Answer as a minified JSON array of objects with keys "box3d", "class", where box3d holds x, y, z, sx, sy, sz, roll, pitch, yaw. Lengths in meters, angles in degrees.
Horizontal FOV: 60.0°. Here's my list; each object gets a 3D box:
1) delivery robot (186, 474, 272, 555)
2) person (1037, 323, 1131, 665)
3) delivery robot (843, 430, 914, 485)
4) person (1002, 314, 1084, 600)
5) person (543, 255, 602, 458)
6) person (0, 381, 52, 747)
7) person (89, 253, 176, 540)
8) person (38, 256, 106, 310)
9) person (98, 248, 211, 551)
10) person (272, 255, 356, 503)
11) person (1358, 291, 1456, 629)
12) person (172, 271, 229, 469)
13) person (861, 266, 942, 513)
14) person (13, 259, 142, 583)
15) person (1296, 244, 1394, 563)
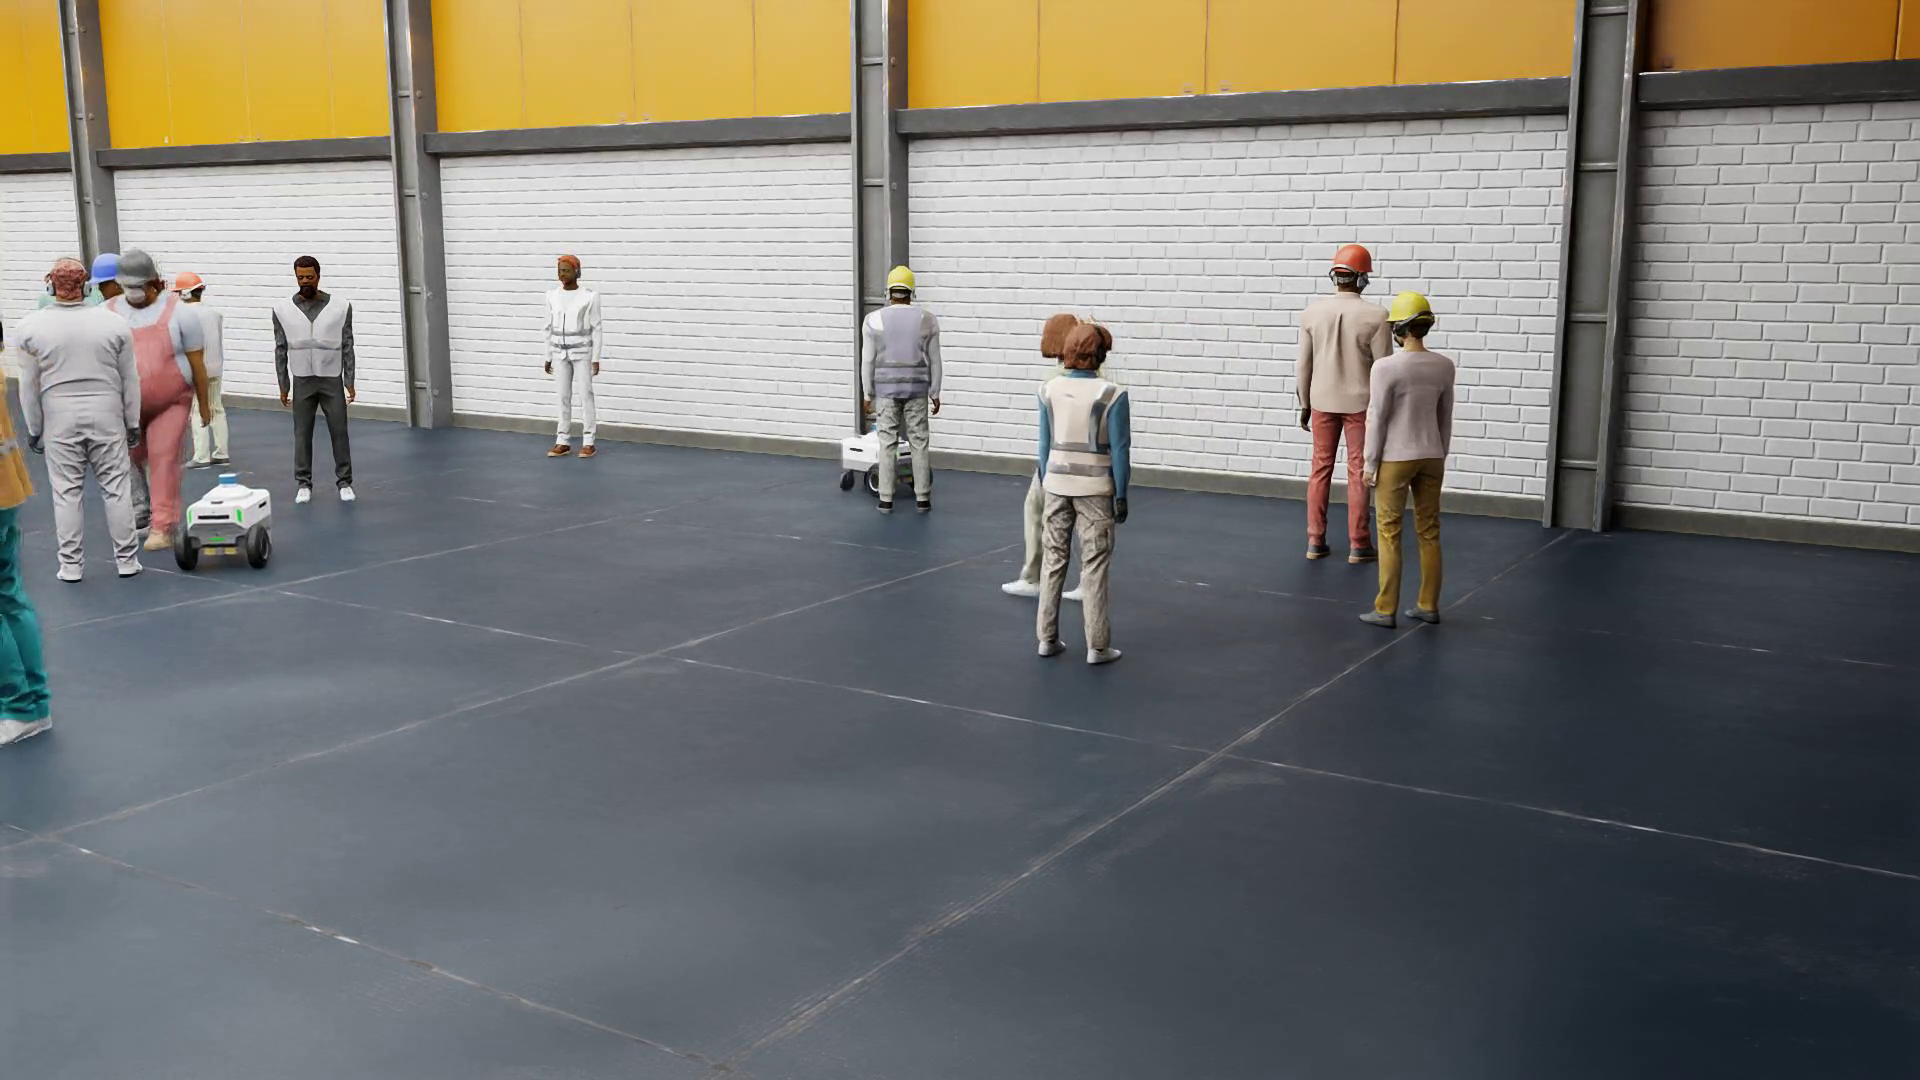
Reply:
[{"box3d":[-4.577,-0.170,10.429,0.477,0.478,0.707,-2,10,-8],"class":"delivery robot"},{"box3d":[0.584,-0.220,7.994,0.512,1.630,0.318,7,12,34],"class":"person"},{"box3d":[-0.627,-0.697,13.351,0.477,0.478,0.707,-9,13,-39],"class":"delivery robot"},{"box3d":[0.530,-0.458,9.370,0.695,1.610,0.508,9,14,41],"class":"person"},{"box3d":[-3.614,-1.703,15.507,0.572,1.883,0.354,3,11,14],"class":"person"},{"box3d":[-3.958,-0.116,6.706,0.387,1.892,0.619,-4,11,-20],"class":"person"},{"box3d":[-5.649,-0.974,11.336,0.625,1.933,0.419,6,12,29],"class":"person"},{"box3d":[-8.280,-1.736,15.732,0.682,1.886,0.993,-2,10,-10],"class":"person"},{"box3d":[-5.433,-1.003,11.188,0.715,2.000,0.990,-1,10,-7],"class":"person"},{"box3d":[-4.977,-1.237,12.875,0.585,1.909,0.391,-3,11,-17],"class":"person"},{"box3d":[2.335,-0.416,8.724,0.527,1.759,0.339,-4,11,-21],"class":"person"},{"box3d":[-6.783,-1.508,14.801,0.350,1.745,0.563,3,11,15],"class":"person"},{"box3d":[-0.434,-1.109,12.351,0.600,1.829,0.404,-1,10,-6],"class":"person"},{"box3d":[-5.207,-0.699,9.876,0.642,1.909,0.410,-6,12,-30],"class":"person"},{"box3d":[2.428,-0.852,10.476,0.622,1.993,0.382,6,12,32],"class":"person"}]
